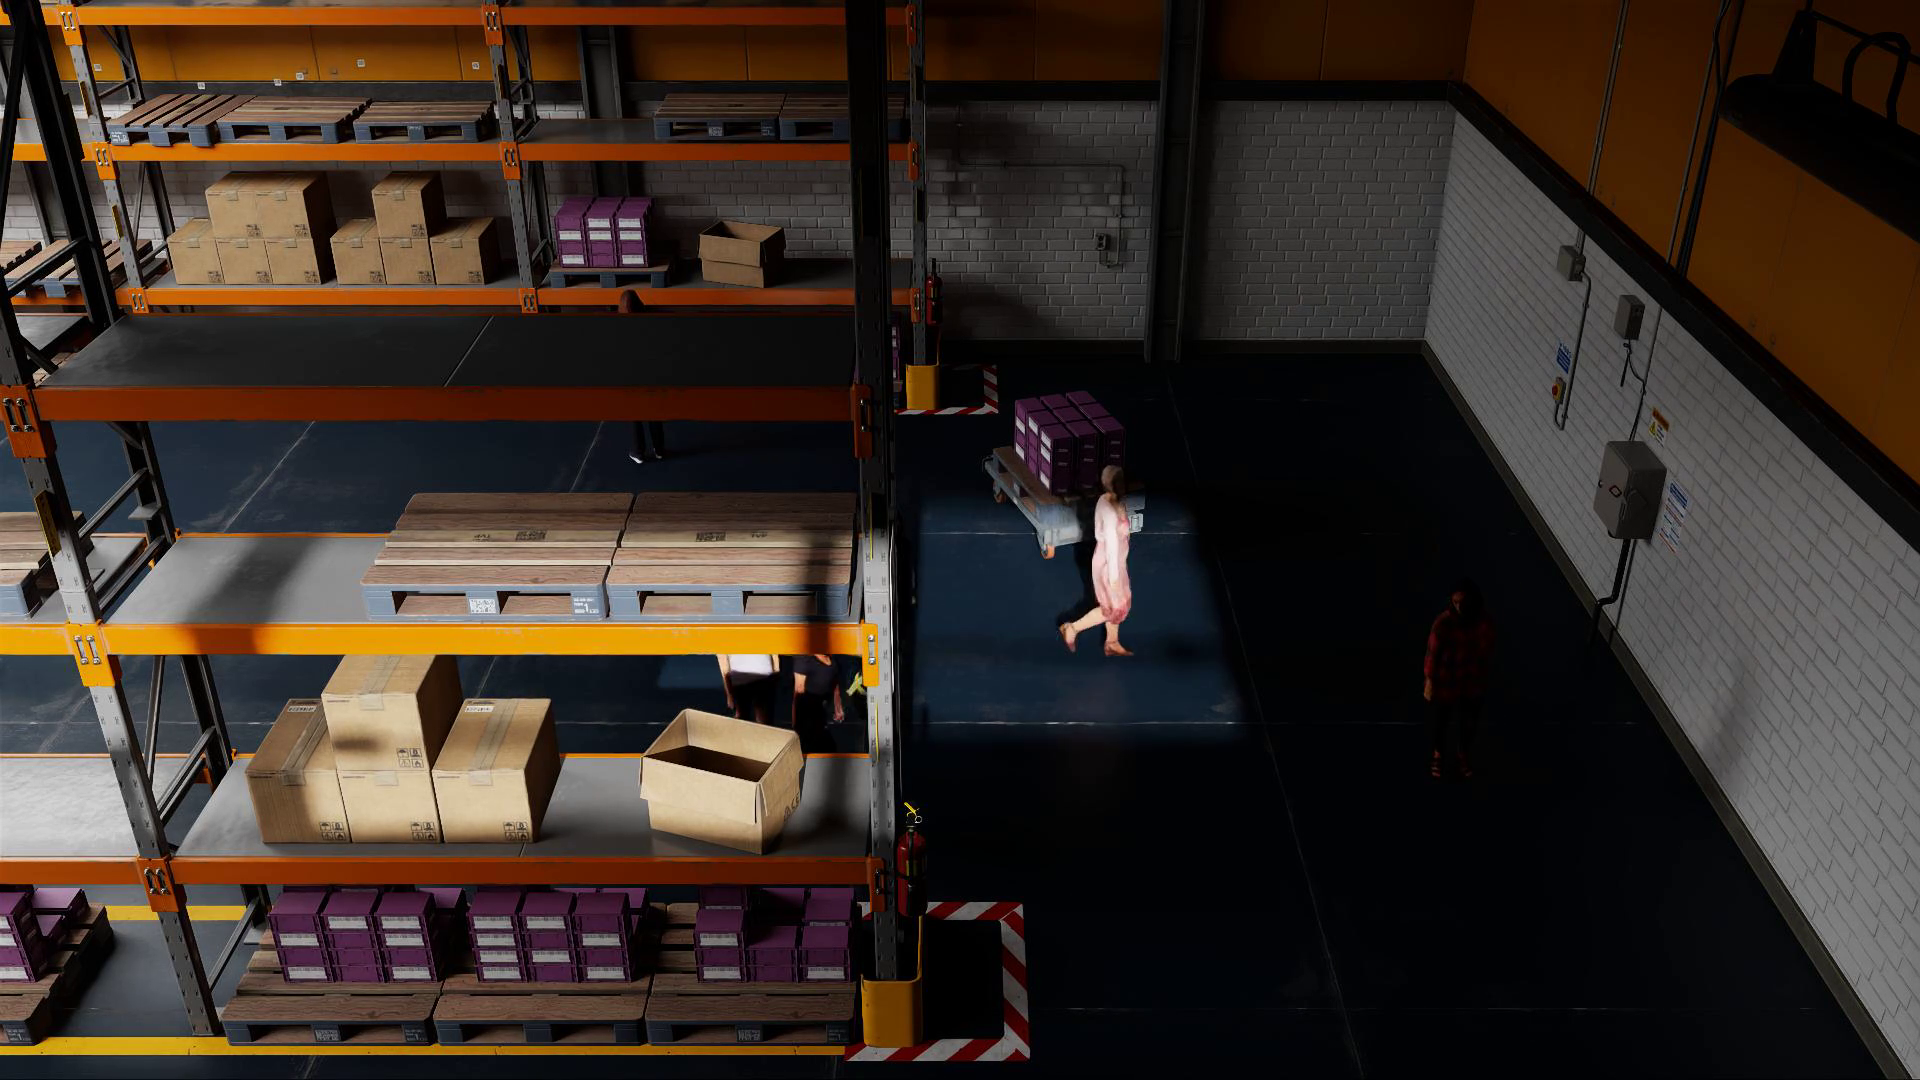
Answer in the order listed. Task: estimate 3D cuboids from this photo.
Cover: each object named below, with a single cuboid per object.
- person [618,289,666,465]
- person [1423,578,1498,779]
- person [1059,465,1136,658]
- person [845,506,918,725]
[{"bbox_3d":[-3.107,-1.584,16.091,0.596,1.747,0.720,-13,31,-22],"label":"person"},{"bbox_3d":[3.451,0.953,11.524,0.539,1.666,0.716,-5,29,-8],"label":"person"},{"bbox_3d":[1.087,0.203,12.886,0.834,1.678,0.613,1,29,2],"label":"person"},{"bbox_3d":[-0.636,0.529,12.108,0.955,1.851,1.015,-24,36,-36],"label":"person"}]
